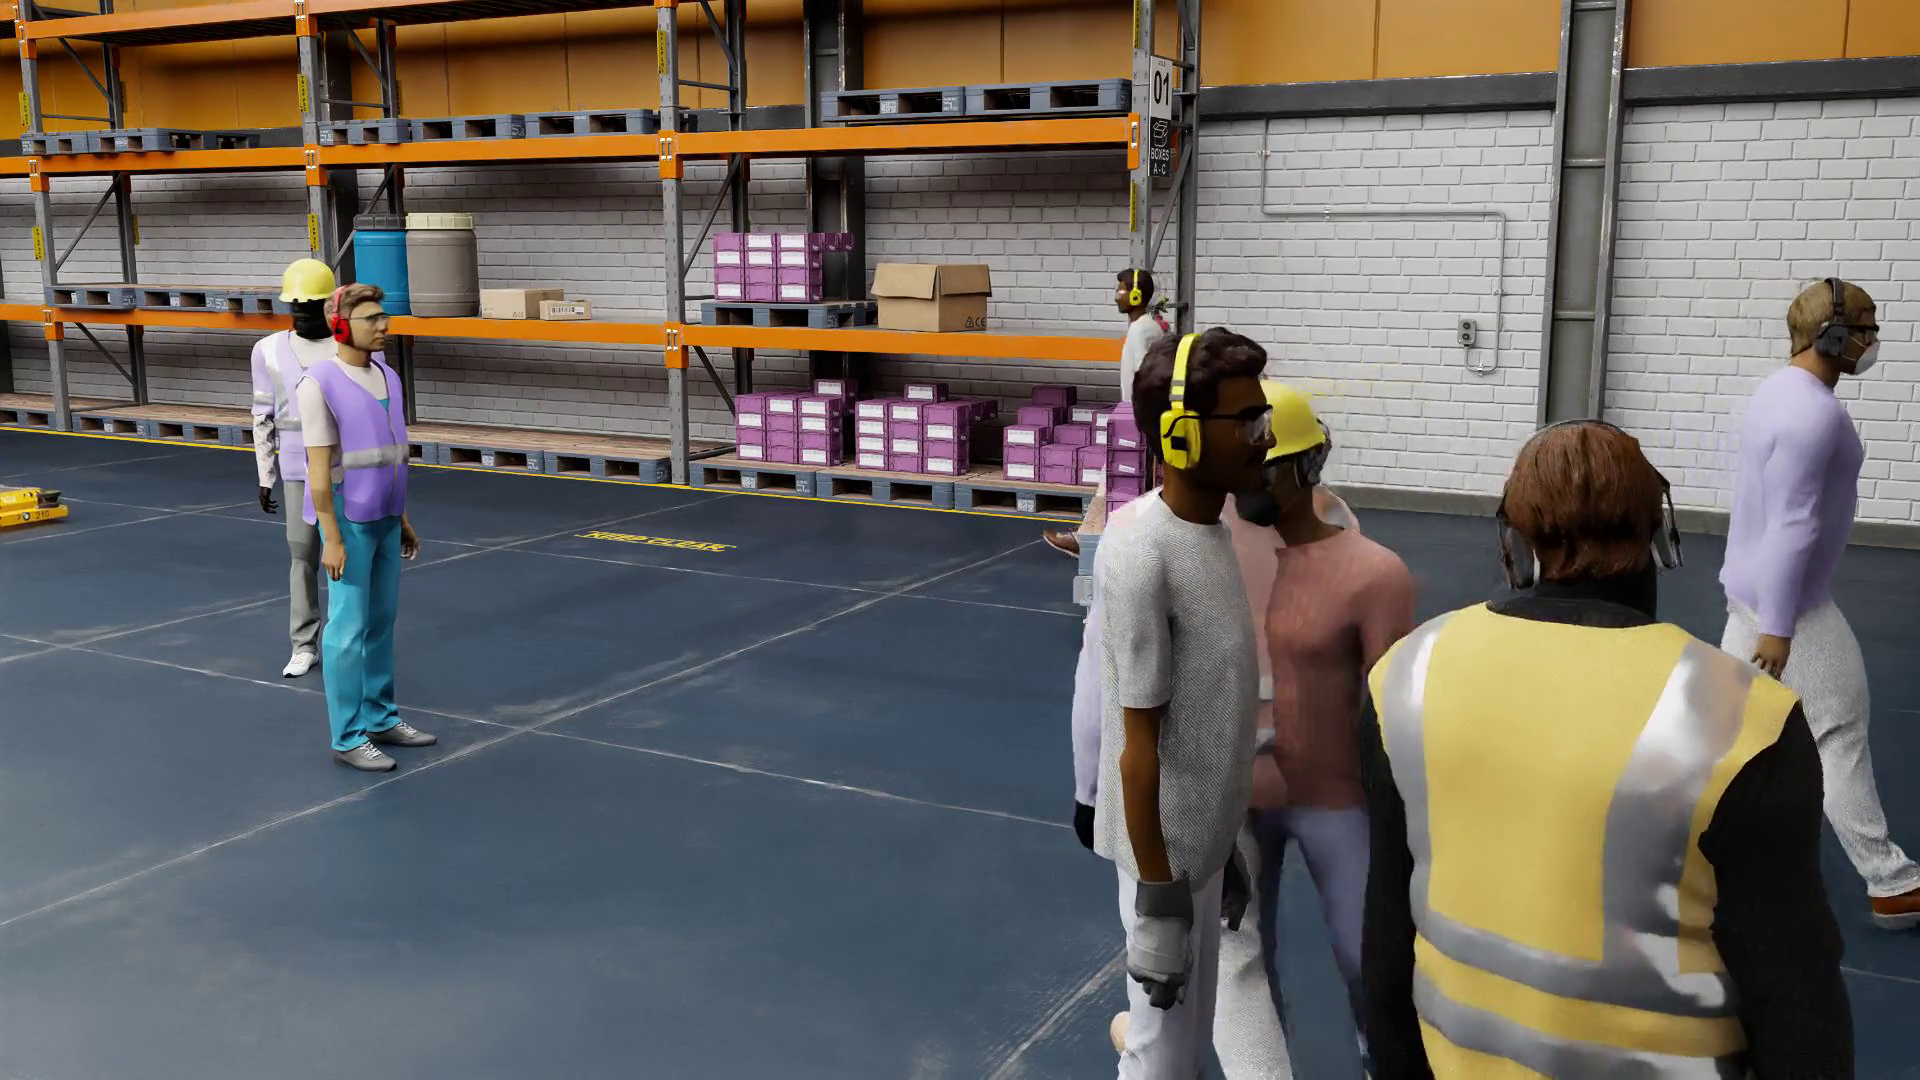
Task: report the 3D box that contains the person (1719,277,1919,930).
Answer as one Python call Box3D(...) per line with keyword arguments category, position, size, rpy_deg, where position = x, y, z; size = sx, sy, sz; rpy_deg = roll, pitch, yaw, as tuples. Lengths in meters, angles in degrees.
Box3D(category="person", position=(2.586, 0.192, 4.913), size=(0.905, 1.899, 0.656), rpy_deg=(3, 11, 18))

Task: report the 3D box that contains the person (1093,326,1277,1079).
Box3D(category="person", position=(0.407, 0.570, 2.917), size=(0.328, 1.872, 0.513), rpy_deg=(4, 11, 20))

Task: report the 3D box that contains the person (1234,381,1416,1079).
Box3D(category="person", position=(0.761, 0.520, 3.569), size=(0.601, 1.736, 0.594), rpy_deg=(7, 12, 32))

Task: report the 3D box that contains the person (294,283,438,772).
Box3D(category="person", position=(-2.302, -0.055, 6.397), size=(0.390, 1.850, 0.564), rpy_deg=(2, 11, 11))

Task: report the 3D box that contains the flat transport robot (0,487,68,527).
Box3D(category="flat transport robot", position=(-7.148, -0.261, 11.859), size=(1.431, 0.197, 0.652), rpy_deg=(5, 11, 24))

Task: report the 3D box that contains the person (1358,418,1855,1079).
Box3D(category="person", position=(0.785, 0.740, 2.199), size=(0.941, 1.793, 0.649), rpy_deg=(-7, 13, -35))

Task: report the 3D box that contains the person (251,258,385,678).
Box3D(category="person", position=(-2.928, -0.323, 7.663), size=(0.594, 1.922, 0.376), rpy_deg=(-3, 11, -14))

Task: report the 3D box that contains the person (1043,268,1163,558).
Box3D(category="person", position=(1.024, -0.749, 10.272), size=(0.974, 1.817, 0.556), rpy_deg=(3, 11, 18))

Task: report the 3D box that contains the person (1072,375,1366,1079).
Box3D(category="person", position=(0.551, 0.498, 3.567), size=(0.629, 1.788, 0.977), rpy_deg=(-5, 11, -25))
